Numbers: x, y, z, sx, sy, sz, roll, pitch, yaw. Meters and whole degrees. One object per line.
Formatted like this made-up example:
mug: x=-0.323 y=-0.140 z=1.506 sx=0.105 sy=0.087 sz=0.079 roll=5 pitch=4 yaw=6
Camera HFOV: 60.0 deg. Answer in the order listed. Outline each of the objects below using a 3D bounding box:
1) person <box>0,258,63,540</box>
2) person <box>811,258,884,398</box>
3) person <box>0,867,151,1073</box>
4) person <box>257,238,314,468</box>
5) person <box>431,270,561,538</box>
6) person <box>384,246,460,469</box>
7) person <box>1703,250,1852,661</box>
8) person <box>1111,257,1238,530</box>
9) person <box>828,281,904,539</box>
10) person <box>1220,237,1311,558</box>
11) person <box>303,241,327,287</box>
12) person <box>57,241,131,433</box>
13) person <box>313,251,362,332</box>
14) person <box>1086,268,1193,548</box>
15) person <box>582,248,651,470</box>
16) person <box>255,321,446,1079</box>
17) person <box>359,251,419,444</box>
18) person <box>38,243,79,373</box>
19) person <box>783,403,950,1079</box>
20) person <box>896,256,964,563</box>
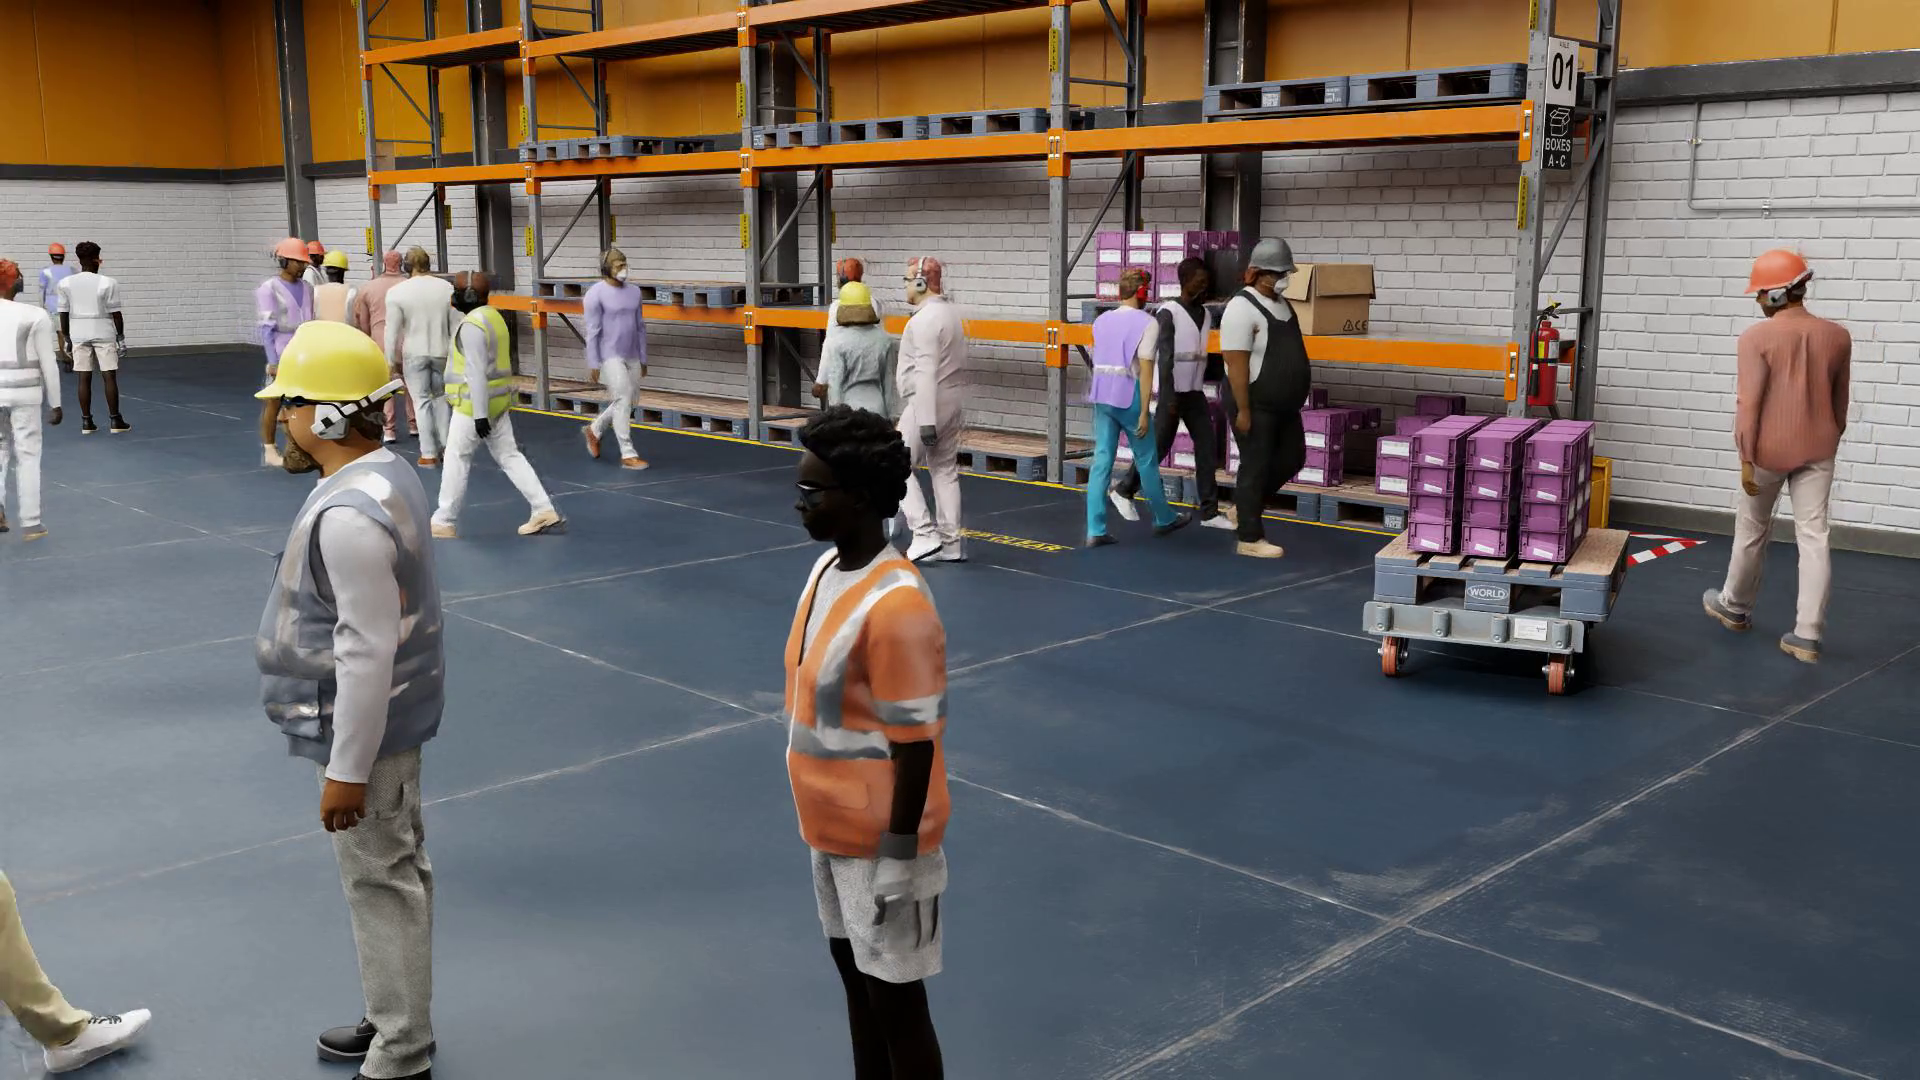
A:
person: x=-6.302 y=-0.929 z=11.077 sx=0.579 sy=1.873 sz=0.415 roll=-2 pitch=11 yaw=-9
person: x=-0.894 y=-1.269 z=13.009 sx=0.978 sy=1.830 sz=0.578 roll=6 pitch=12 yaw=31
person: x=-2.407 y=0.558 z=3.756 sx=0.508 sy=1.580 sz=0.893 roll=8 pitch=13 yaw=37
person: x=-5.688 y=-1.587 z=14.339 sx=1.037 sy=1.981 sz=0.650 roll=5 pitch=11 yaw=24
person: x=-3.178 y=-0.901 z=11.117 sx=0.964 sy=1.801 sz=0.634 roll=0 pitch=10 yaw=2
person: x=-4.661 y=-1.574 z=14.419 sx=0.662 sy=1.928 sz=0.464 roll=-8 pitch=13 yaw=-38
person: x=4.040 y=-0.441 z=8.201 sx=0.655 sy=1.936 sz=0.970 roll=0 pitch=10 yaw=0
person: x=1.489 y=-1.030 z=11.605 sx=0.944 sy=1.888 sz=0.606 roll=9 pitch=14 yaw=42
person: x=-0.618 y=-0.803 z=10.761 sx=0.503 sy=1.727 sz=0.518 roll=-7 pitch=12 yaw=-33
person: x=1.915 y=-0.894 z=10.417 sx=0.543 sy=2.000 sz=0.699 roll=8 pitch=13 yaw=36
person: x=-8.870 y=-3.149 z=22.997 sx=0.354 sy=1.939 sz=0.545 roll=-3 pitch=11 yaw=-14
person: x=-8.869 y=-2.070 z=17.036 sx=0.610 sy=1.963 sz=0.365 roll=-1 pitch=10 yaw=-8
person: x=-6.116 y=-1.890 z=16.351 sx=0.578 sy=1.873 sz=1.029 roll=0 pitch=10 yaw=0
person: x=1.165 y=-0.874 z=10.933 sx=0.928 sy=1.801 sz=0.577 roll=-10 pitch=14 yaw=-42
person: x=-3.032 y=-1.579 z=14.504 sx=0.798 sy=1.914 sz=0.636 roll=7 pitch=12 yaw=32
person: x=-1.391 y=0.418 z=3.832 sx=0.403 sy=1.833 sz=0.586 roll=-3 pitch=11 yaw=-14
person: x=-5.583 y=-1.911 z=16.460 sx=0.675 sy=1.849 sz=0.970 roll=-2 pitch=11 yaw=-10
person: x=-13.419 y=-3.453 z=24.788 sx=0.549 sy=1.891 sz=0.962 roll=-9 pitch=14 yaw=-41
person: x=-0.196 y=0.572 z=3.360 sx=0.317 sy=1.695 sz=0.540 roll=-4 pitch=11 yaw=-22
person: x=-0.214 y=-0.783 z=10.215 sx=0.500 sy=1.890 sz=0.653 roll=4 pitch=11 yaw=20
